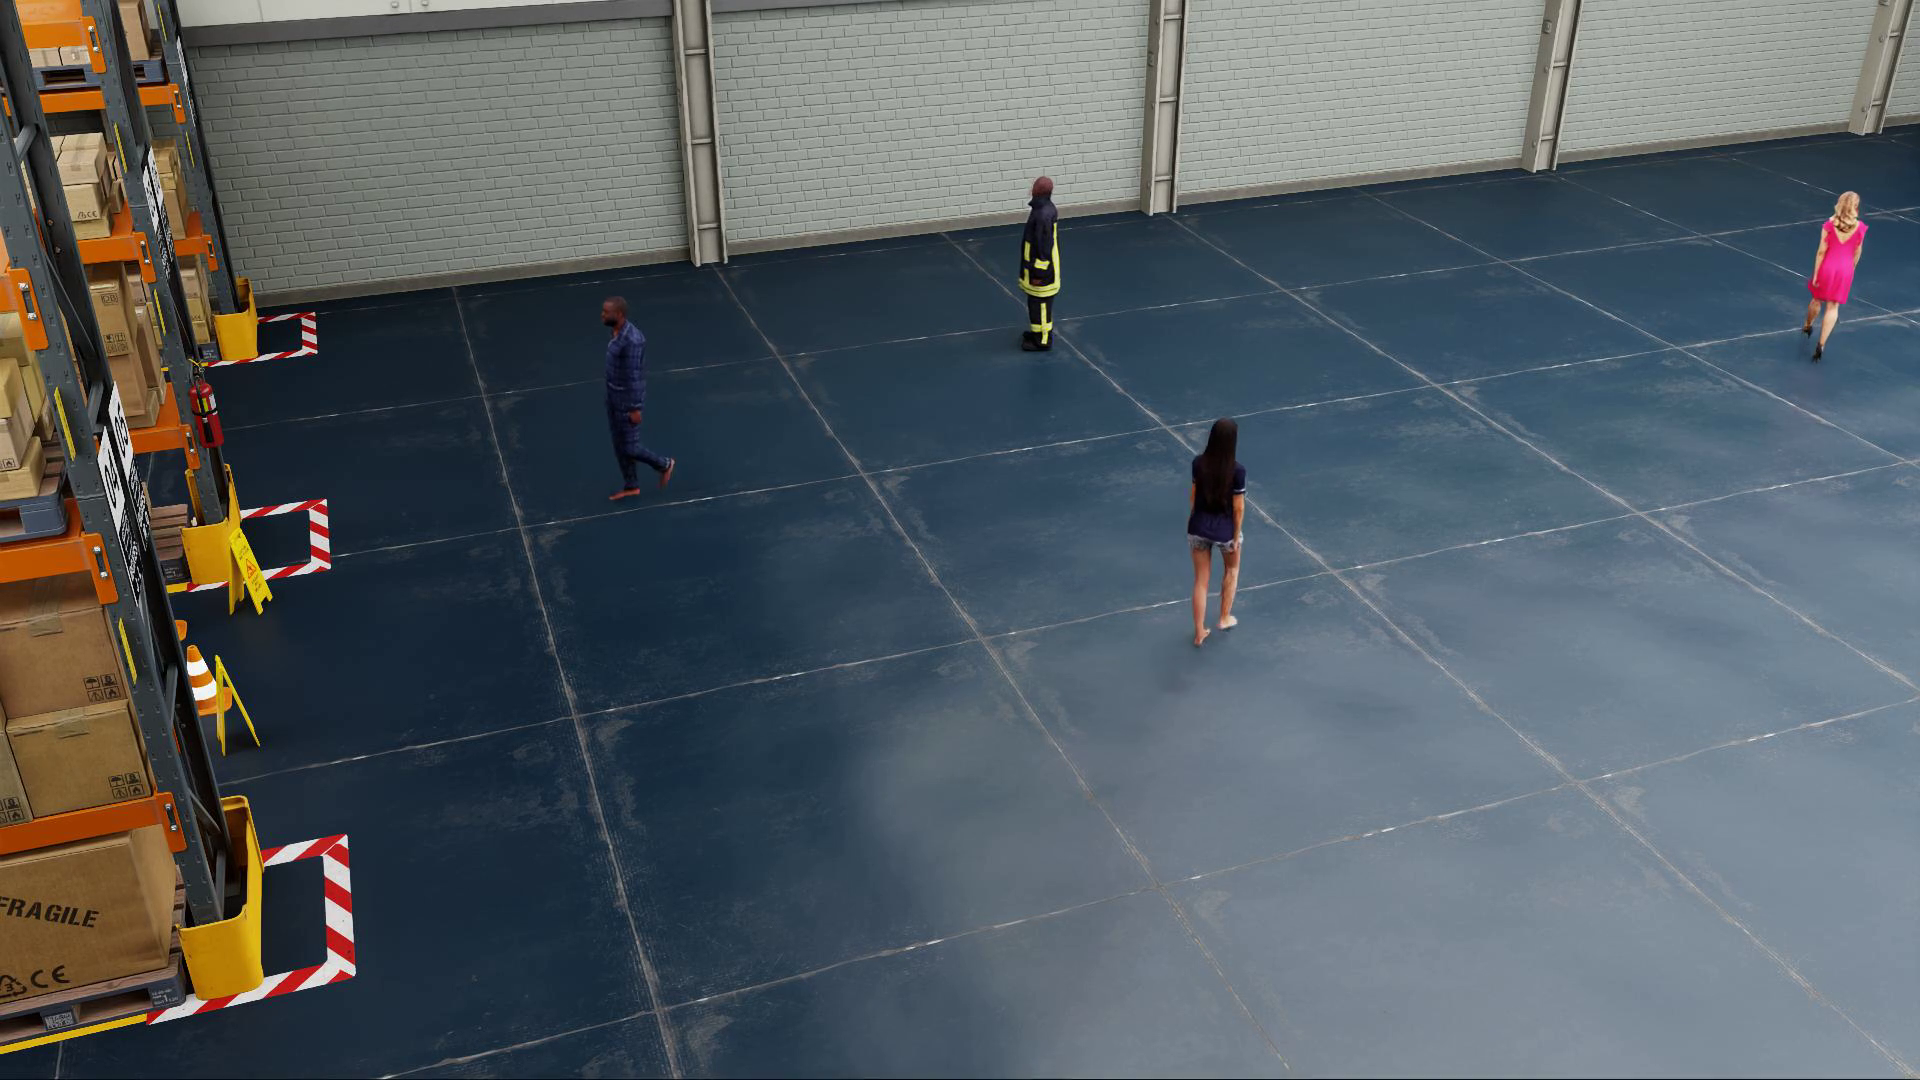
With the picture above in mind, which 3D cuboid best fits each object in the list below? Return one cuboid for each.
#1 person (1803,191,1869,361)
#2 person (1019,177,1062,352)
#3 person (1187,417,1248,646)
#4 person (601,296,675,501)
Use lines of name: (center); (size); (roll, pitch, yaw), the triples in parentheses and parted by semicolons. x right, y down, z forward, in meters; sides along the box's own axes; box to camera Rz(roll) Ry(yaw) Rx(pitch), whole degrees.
person: (8.926, -2.665, 16.967); (1.021, 1.689, 1.070); (12, 30, 21)
person: (0.855, -2.879, 17.225); (0.858, 1.823, 0.859); (4, 28, 7)
person: (1.793, -0.014, 11.924); (0.773, 1.751, 0.832); (11, 30, 20)
person: (-2.754, -1.199, 14.081); (0.860, 1.814, 0.750); (-15, 31, -25)
